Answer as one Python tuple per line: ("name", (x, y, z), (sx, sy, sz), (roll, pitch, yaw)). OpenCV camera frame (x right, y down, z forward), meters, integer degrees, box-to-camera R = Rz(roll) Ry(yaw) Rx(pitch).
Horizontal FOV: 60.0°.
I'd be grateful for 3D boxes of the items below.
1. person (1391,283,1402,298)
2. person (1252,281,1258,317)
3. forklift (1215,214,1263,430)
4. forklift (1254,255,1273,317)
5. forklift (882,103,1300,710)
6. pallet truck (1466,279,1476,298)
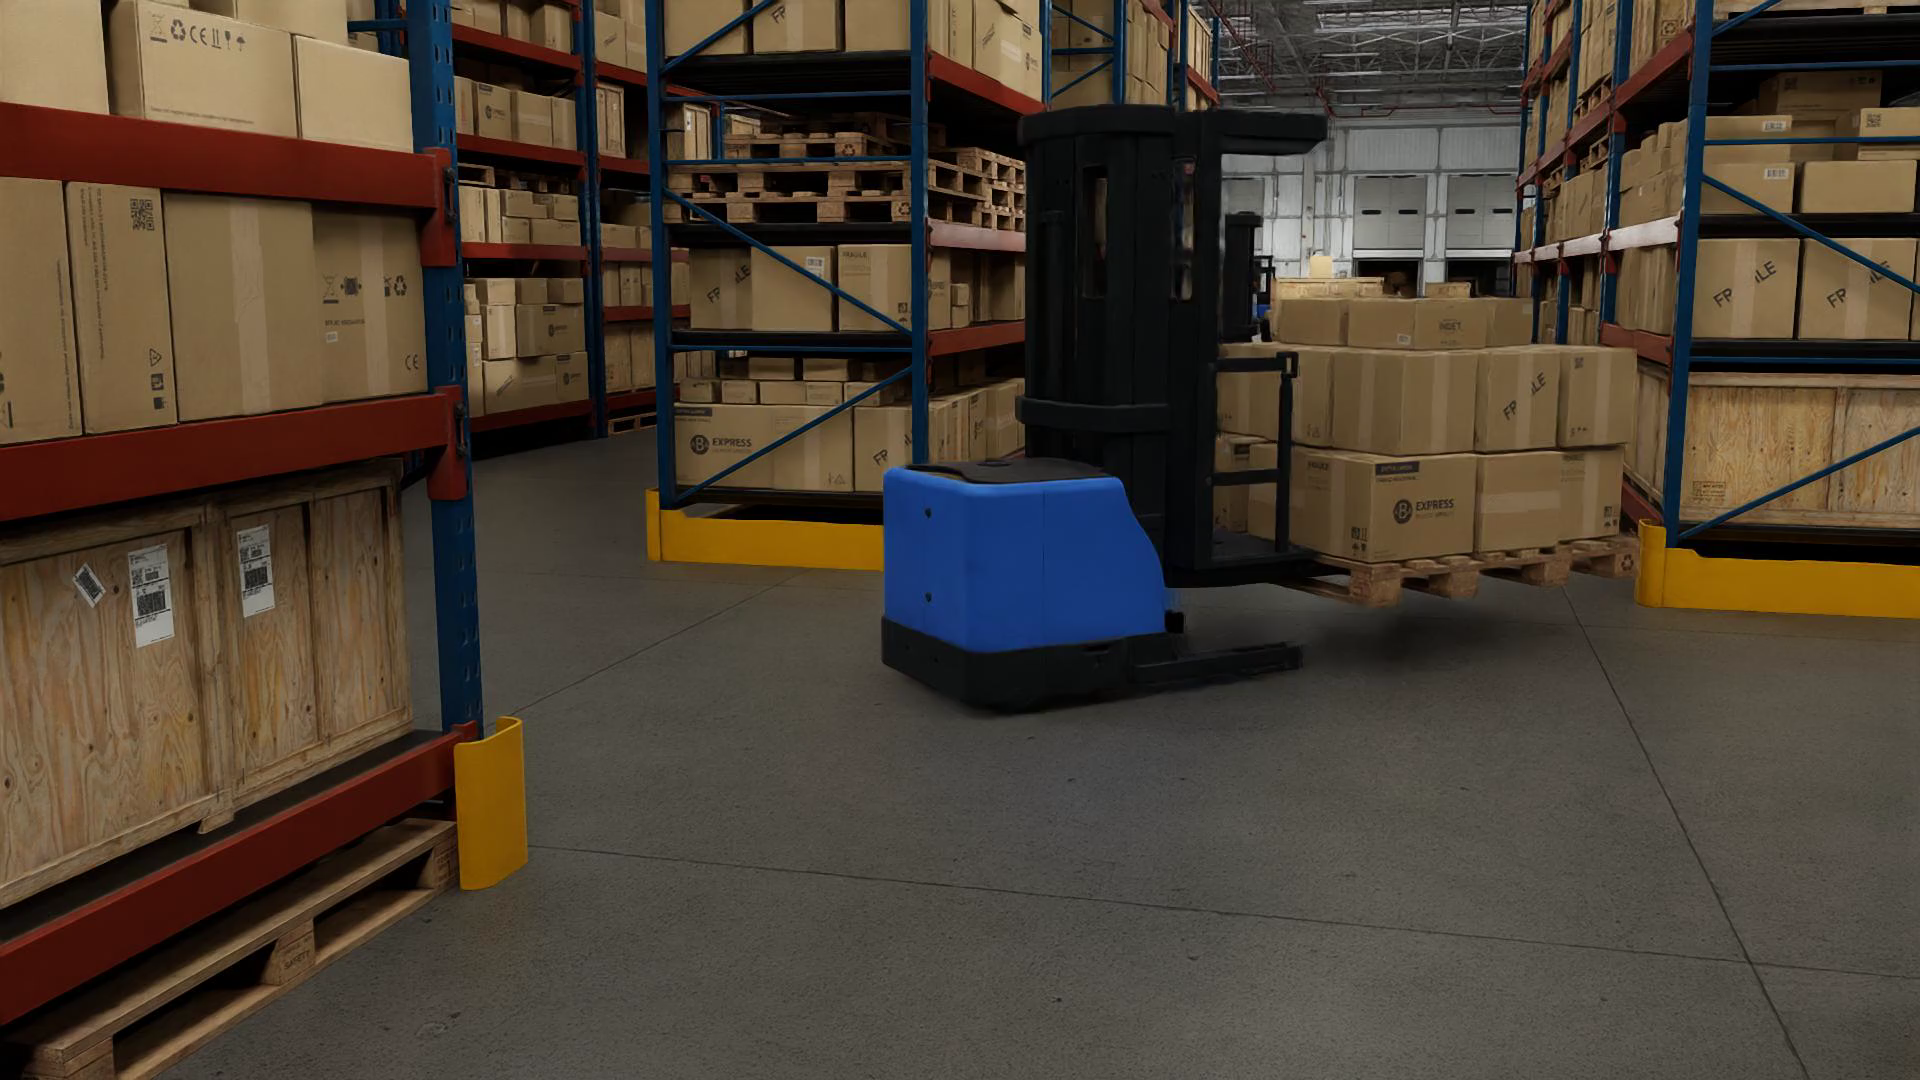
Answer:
("person", (12.951, -6.692, 49.474), (1.035, 1.888, 0.636), (3, 9, 17))
("person", (9.625, -7.538, 54.718), (0.415, 1.919, 0.555), (8, 12, 40))
("forklift", (3.637, -2.813, 21.642), (1.873, 2.768, 1.129), (2, 9, 15))
("forklift", (10.551, -8.662, 58.805), (1.129, 2.768, 1.873), (2, 9, 15))
("forklift", (0.638, -0.707, 8.266), (1.873, 2.768, 1.129), (-5, 10, -28))
("pallet truck", (18.896, -8.459, 60.307), (1.885, 1.965, 0.823), (5, 10, 31))
